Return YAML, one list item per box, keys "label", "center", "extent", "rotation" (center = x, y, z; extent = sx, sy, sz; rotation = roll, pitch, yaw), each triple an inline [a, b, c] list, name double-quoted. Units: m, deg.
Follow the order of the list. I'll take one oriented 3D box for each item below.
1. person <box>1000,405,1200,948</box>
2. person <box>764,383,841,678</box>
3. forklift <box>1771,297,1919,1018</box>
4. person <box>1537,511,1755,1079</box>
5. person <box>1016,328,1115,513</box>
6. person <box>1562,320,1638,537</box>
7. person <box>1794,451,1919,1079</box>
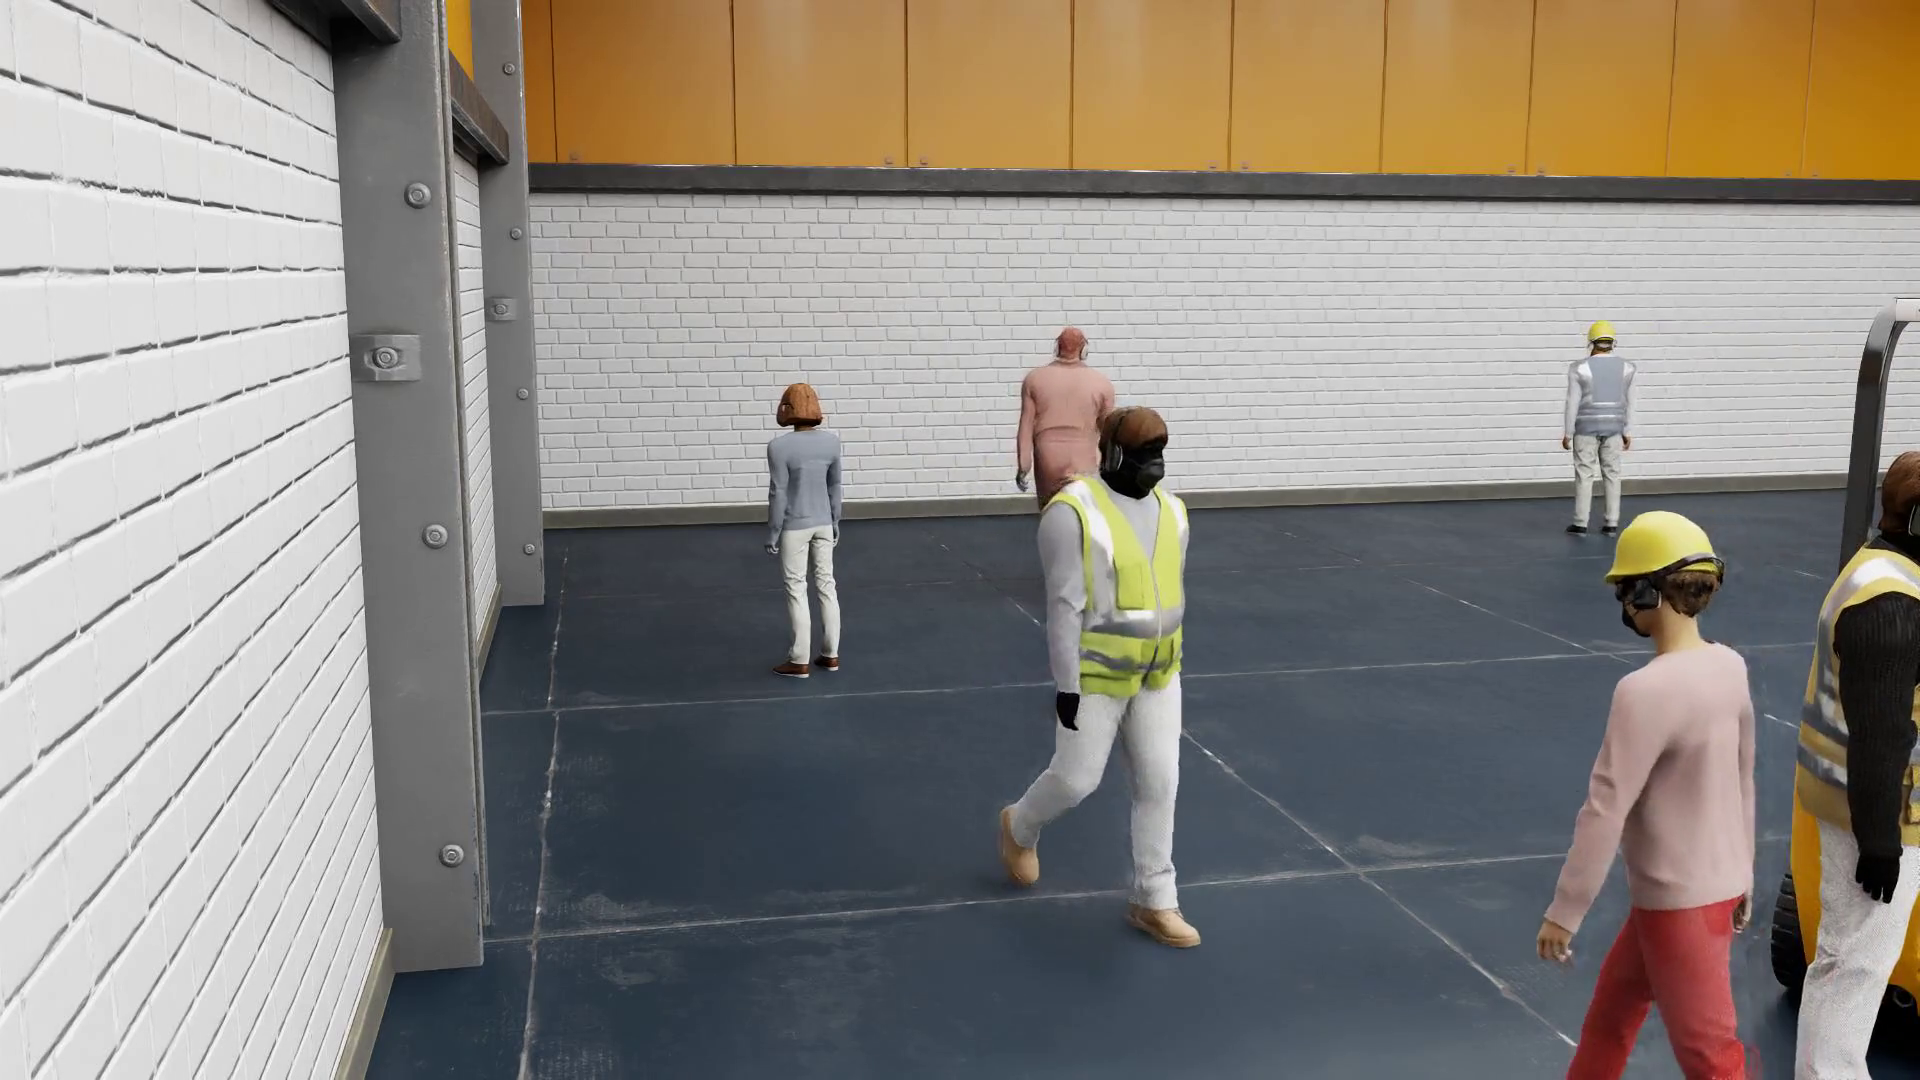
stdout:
- label: "person"
  center: [0.499, 0.434, 5.736]
  extent: [0.622, 1.818, 0.810]
  rotation: [-6, 11, -32]
- label: "person"
  center: [-0.867, -0.054, 9.245]
  extent: [0.507, 1.632, 0.265]
  rotation: [-9, 13, -43]
- label: "forklift"
  center: [3.542, 0.334, 5.177]
  extent: [2.313, 2.155, 1.214]
  rotation: [-9, 13, -43]
- label: "person"
  center: [1.582, 0.801, 3.822]
  extent: [0.880, 1.709, 0.591]
  rotation: [8, 13, 42]
- label: "person"
  center: [0.745, -0.526, 11.461]
  extent: [0.663, 1.846, 1.014]
  rotation: [2, 9, 10]
- label: "person"
  center: [5.369, -0.933, 14.004]
  extent: [0.599, 1.827, 0.404]
  rotation: [0, 9, -1]
- label: "person"
  center: [2.334, 0.683, 4.170]
  extent: [0.430, 1.838, 0.631]
  rotation: [6, 11, 34]
